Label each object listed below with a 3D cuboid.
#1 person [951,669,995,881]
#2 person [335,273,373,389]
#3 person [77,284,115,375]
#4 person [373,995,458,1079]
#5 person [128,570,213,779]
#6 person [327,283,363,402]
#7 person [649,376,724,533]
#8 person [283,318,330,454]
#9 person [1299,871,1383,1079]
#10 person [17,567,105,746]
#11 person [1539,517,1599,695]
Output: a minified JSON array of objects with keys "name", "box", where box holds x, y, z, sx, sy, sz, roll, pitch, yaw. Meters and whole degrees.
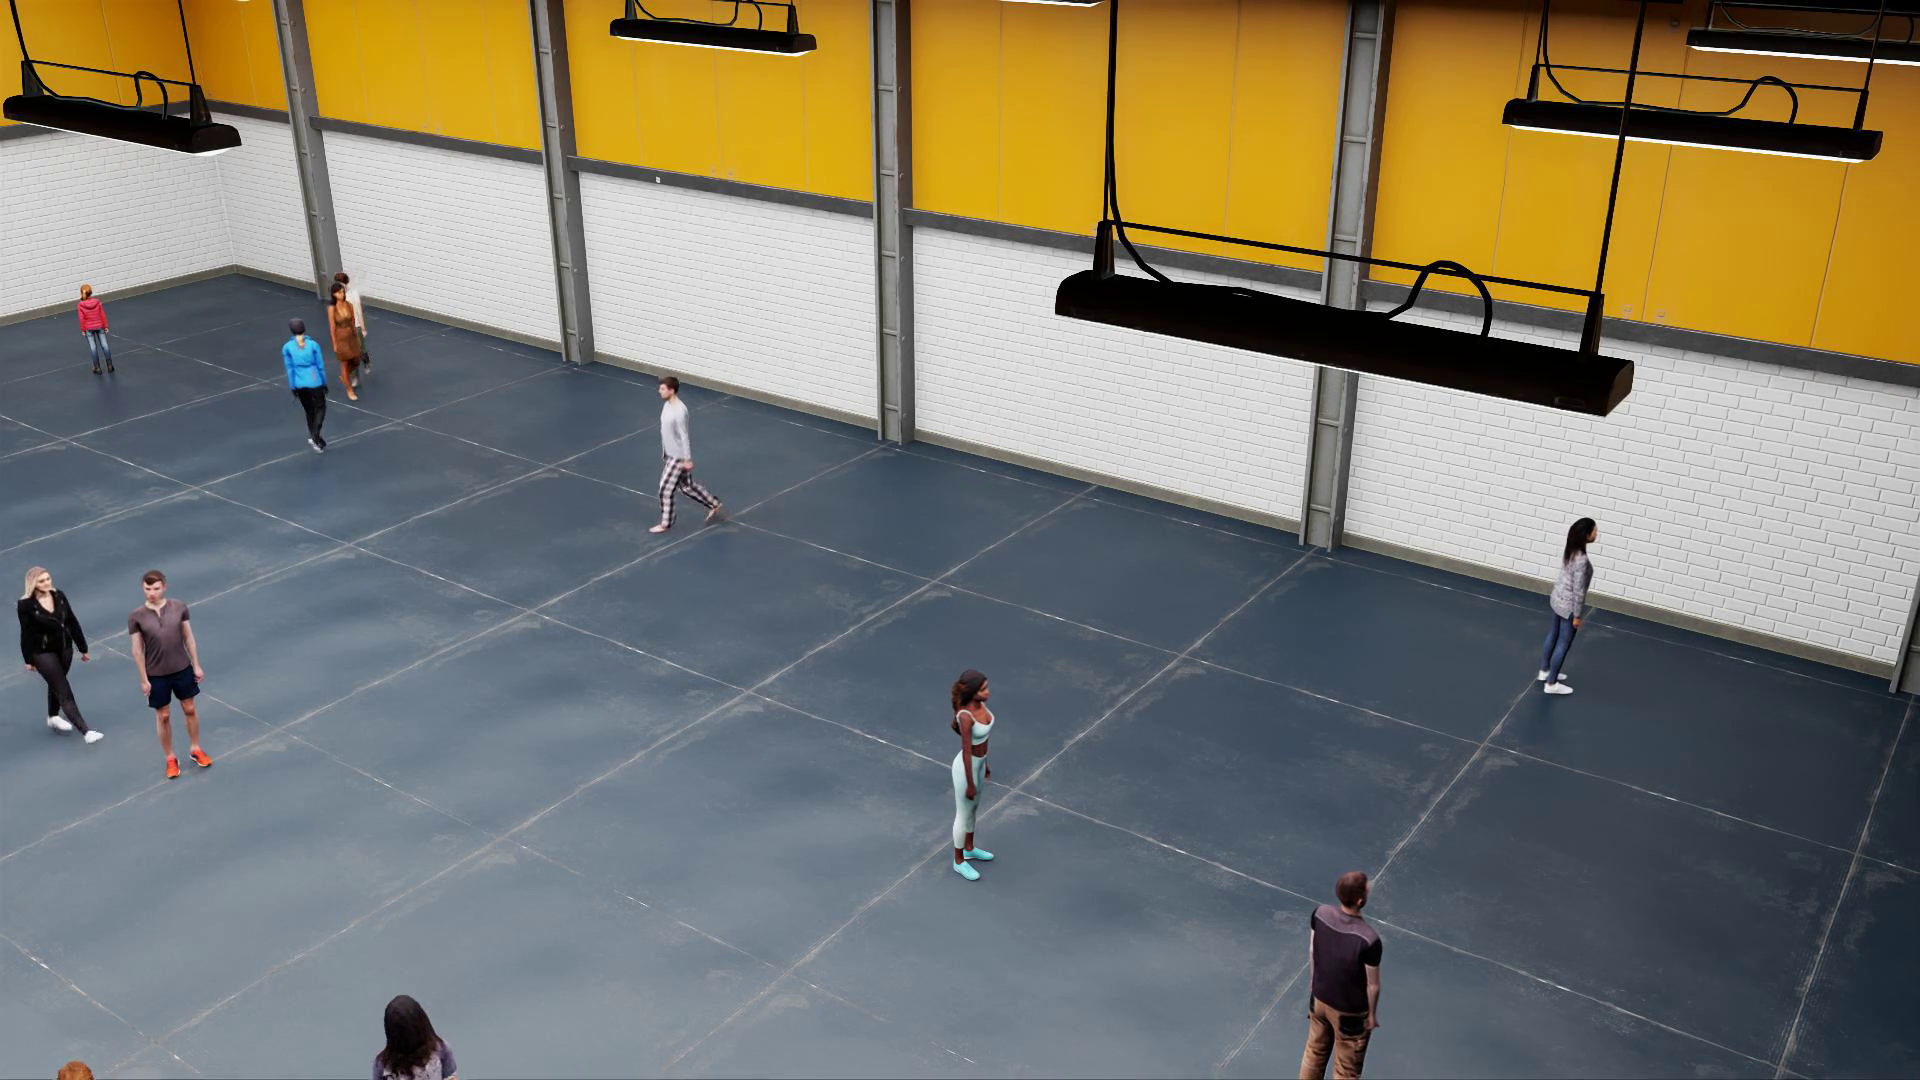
[{"name":"person","box":[0.085,1.761,12.721,0.609,1.725,0.614,8,25,18]},{"name":"person","box":[-8.684,-3.027,23.779,0.774,1.643,0.826,-1,24,-2]},{"name":"person","box":[-12.669,-3.094,24.339,0.573,1.317,0.571,-16,28,-32]},{"name":"person","box":[-2.944,3.304,9.197,0.708,1.721,0.731,-10,25,-21]},{"name":"person","box":[-6.696,1.099,14.077,0.715,1.853,0.664,-17,29,-34]},{"name":"person","box":[-8.615,-2.764,23.137,0.735,1.674,0.604,18,29,35]},{"name":"person","box":[-3.112,-0.975,18.877,1.057,1.808,1.164,-10,26,-22]},{"name":"person","box":[-8.254,-1.904,21.032,0.928,1.784,0.965,-2,24,-4]},{"name":"person","box":[2.321,2.813,10.170,0.817,1.841,0.650,-17,29,-33]},{"name":"person","box":[-8.002,0.998,14.570,1.142,1.642,0.713,12,26,26]},{"name":"person","box":[5.623,0.586,15.404,0.709,1.731,0.685,0,24,1]}]
